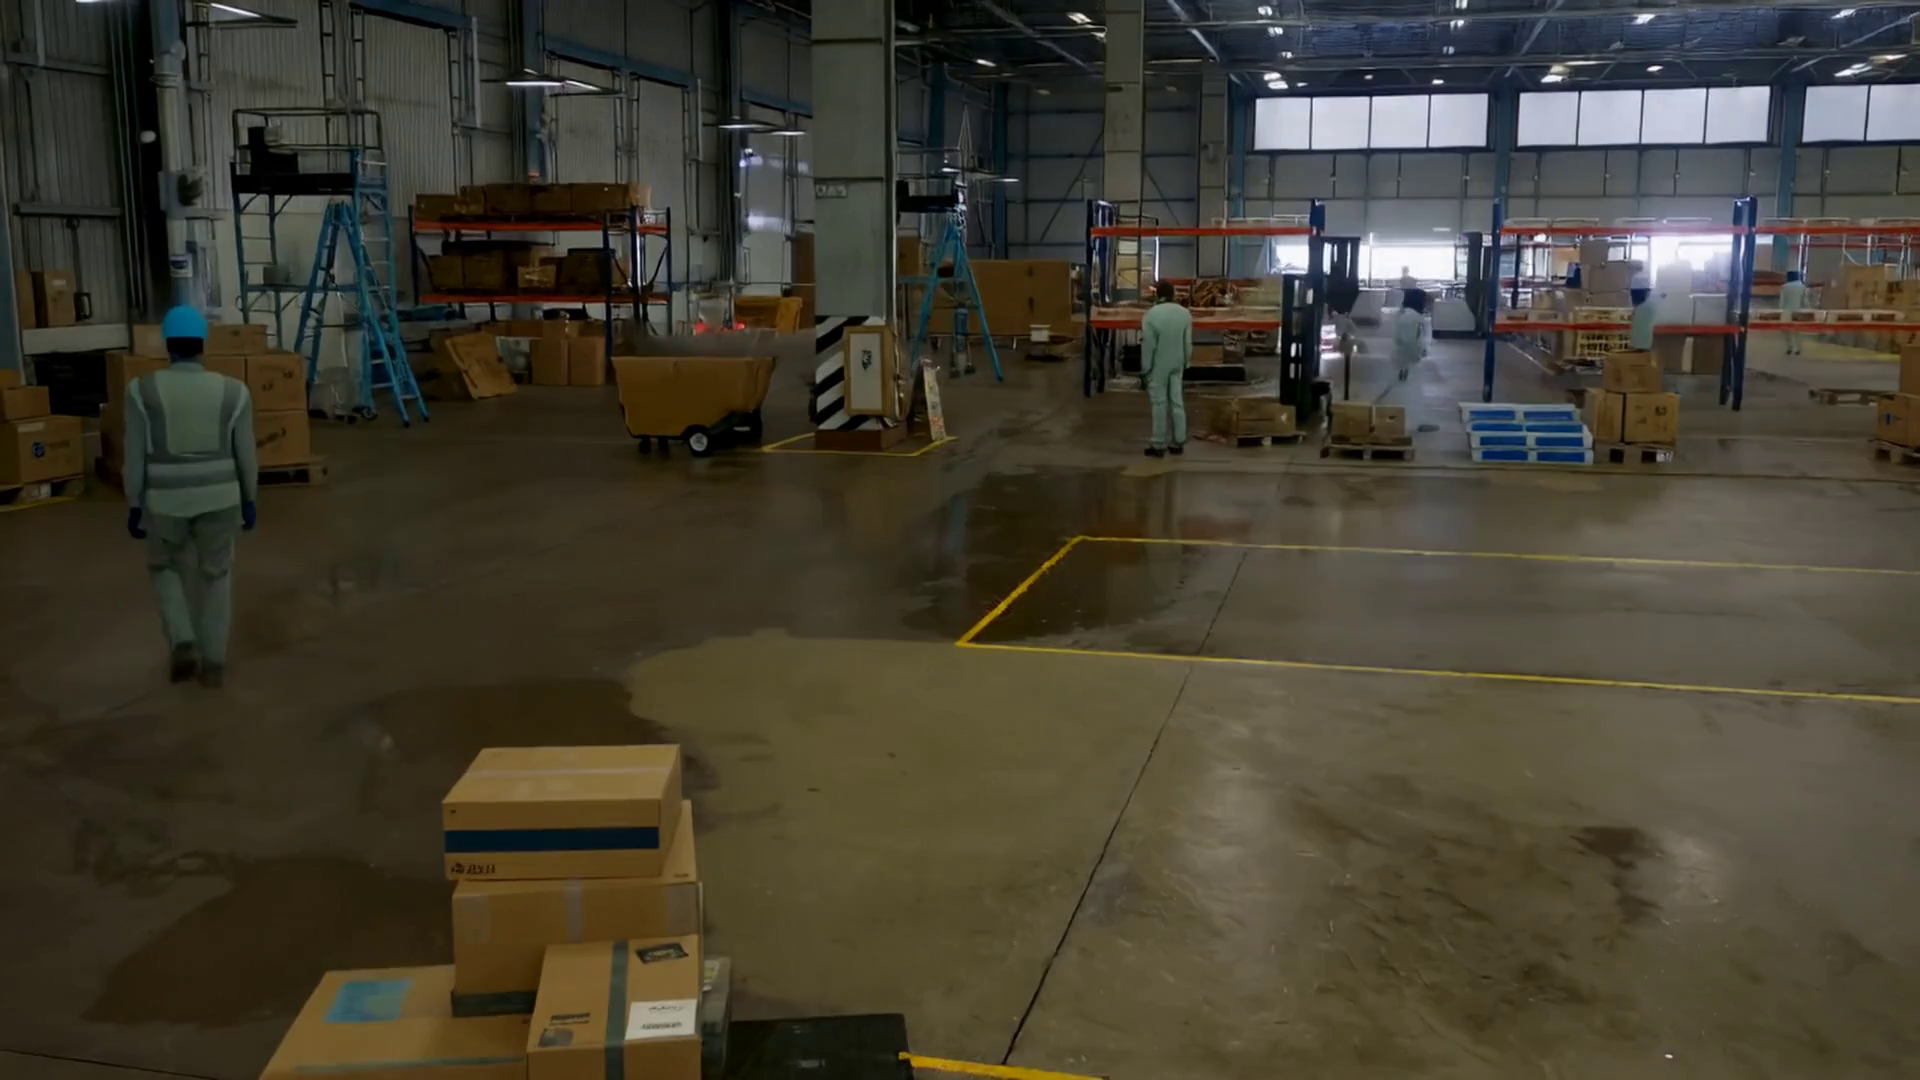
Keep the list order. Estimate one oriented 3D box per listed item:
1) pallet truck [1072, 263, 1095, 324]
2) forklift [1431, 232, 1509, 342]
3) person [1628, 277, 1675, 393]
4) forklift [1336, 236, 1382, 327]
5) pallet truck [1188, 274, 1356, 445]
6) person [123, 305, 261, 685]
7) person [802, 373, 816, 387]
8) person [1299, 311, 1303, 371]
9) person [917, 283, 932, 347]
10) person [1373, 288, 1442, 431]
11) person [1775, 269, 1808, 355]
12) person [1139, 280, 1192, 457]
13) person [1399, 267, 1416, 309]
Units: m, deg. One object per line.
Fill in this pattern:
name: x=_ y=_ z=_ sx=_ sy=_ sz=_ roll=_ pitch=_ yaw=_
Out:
pallet truck: x=4.325 y=-8.180 z=55.162 sx=0.823 sy=1.965 sz=1.885 roll=6 pitch=11 yaw=31
forklift: x=13.184 y=-6.527 z=42.836 sx=1.873 sy=2.768 sz=1.129 roll=2 pitch=10 yaw=14
person: x=9.692 y=-2.758 z=23.530 sx=0.751 sy=1.903 sz=0.591 roll=2 pitch=10 yaw=10
forklift: x=12.030 y=-8.003 z=51.528 sx=1.873 sy=2.768 sz=1.129 roll=-2 pitch=10 yaw=-12
pallet truck: x=3.653 y=-2.138 z=19.590 sx=1.885 sy=1.965 sz=0.823 roll=-4 pitch=10 yaw=-20
person: x=-3.866 y=-0.209 z=8.405 sx=0.649 sy=1.935 sz=0.433 roll=-6 pitch=12 yaw=-34
person: x=-2.127 y=-3.491 z=27.916 sx=0.981 sy=1.883 sz=0.538 roll=2 pitch=10 yaw=9
person: x=6.703 y=-4.095 z=31.897 sx=0.485 sy=1.737 sz=0.345 roll=-8 pitch=13 yaw=-40
person: x=-0.864 y=-5.582 z=40.743 sx=0.316 sy=1.700 sz=0.540 roll=-8 pitch=12 yaw=-39
person: x=5.571 y=-2.262 z=20.900 sx=0.917 sy=1.809 sz=0.633 roll=-1 pitch=10 yaw=-3
person: x=18.557 y=-5.085 z=37.154 sx=0.646 sy=1.922 sz=0.446 roll=0 pitch=10 yaw=1
person: x=2.247 y=-1.878 z=18.238 sx=0.635 sy=1.934 sz=0.352 roll=-5 pitch=11 yaw=-29
person: x=12.603 y=-6.732 z=46.863 sx=0.662 sy=1.926 sz=0.404 roll=-6 pitch=11 yaw=-30
